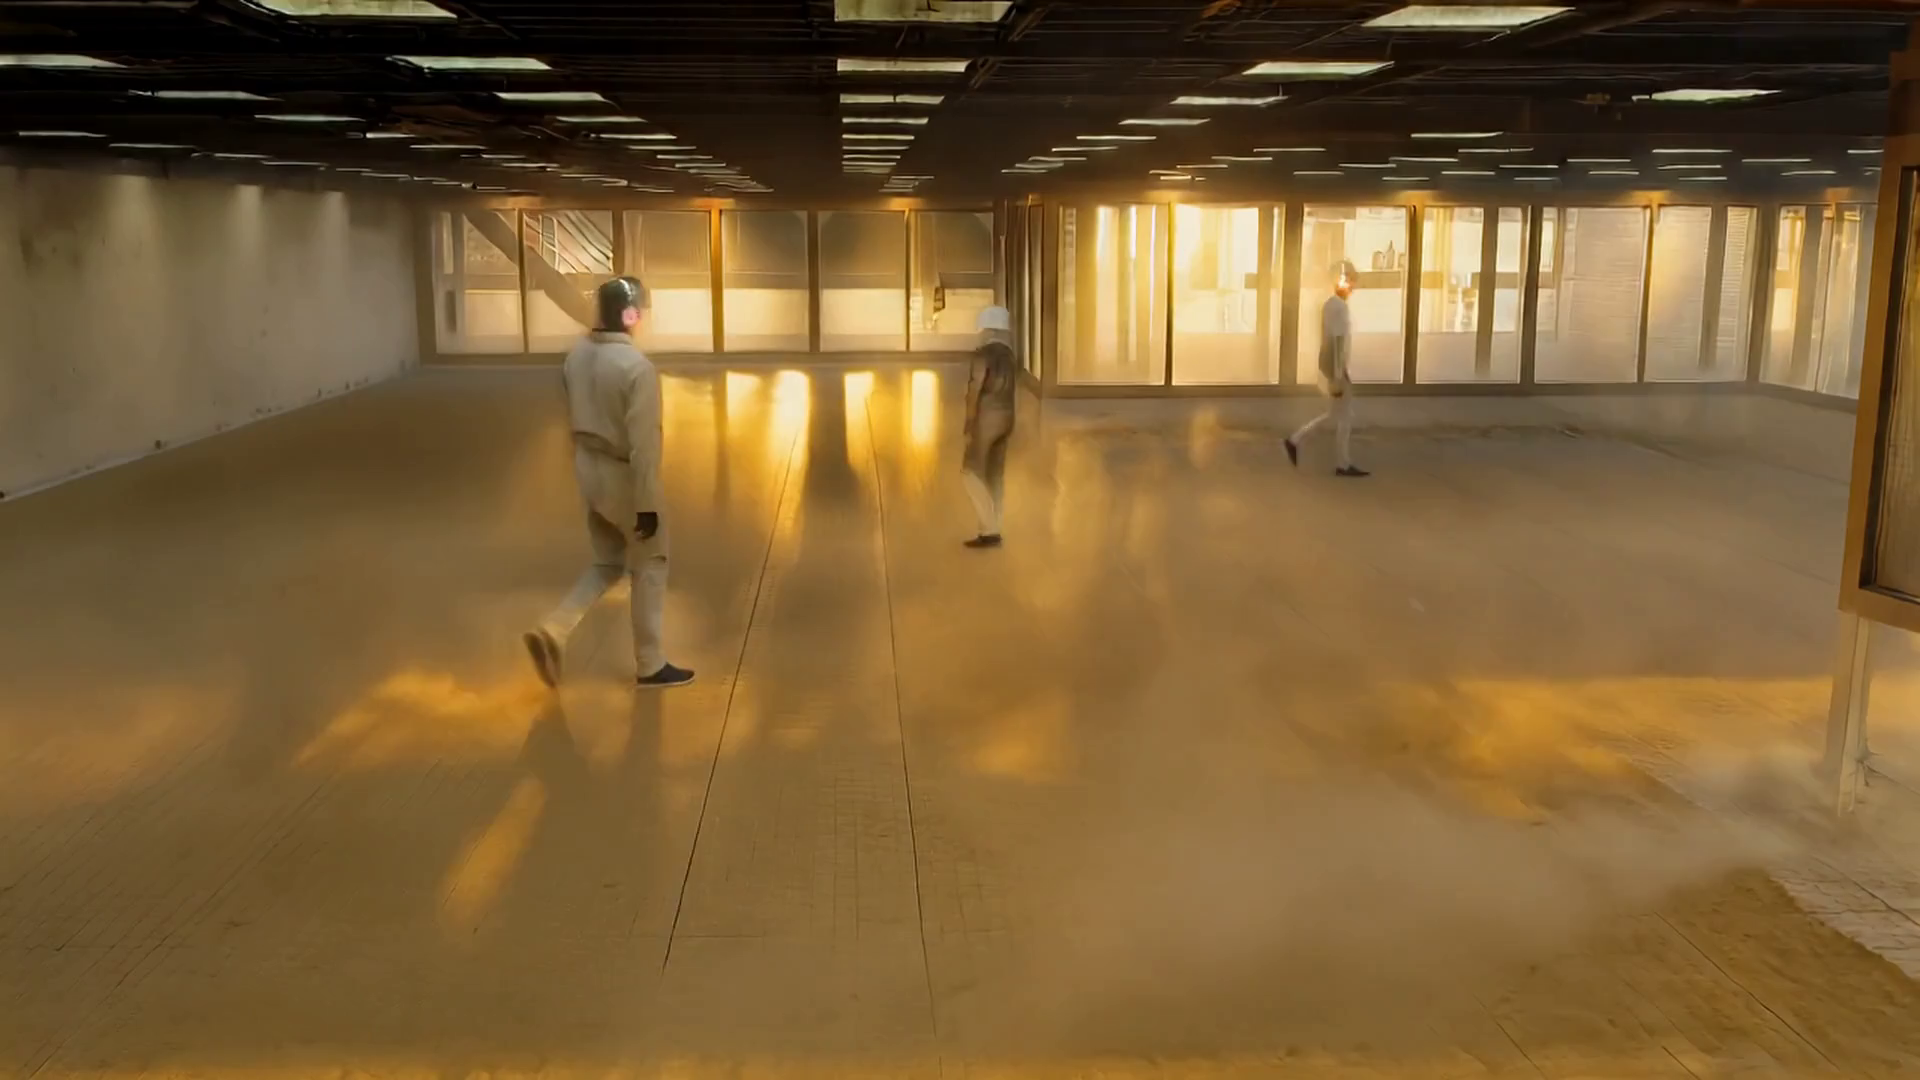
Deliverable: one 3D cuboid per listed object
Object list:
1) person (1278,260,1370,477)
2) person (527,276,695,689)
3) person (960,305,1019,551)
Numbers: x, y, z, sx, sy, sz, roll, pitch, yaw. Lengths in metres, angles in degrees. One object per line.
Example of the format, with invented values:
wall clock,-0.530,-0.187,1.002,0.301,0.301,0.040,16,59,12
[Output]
person,3.130,-1.441,14.126,0.694,1.853,0.517,1,11,3
person,-1.578,-0.230,7.462,0.648,1.891,0.679,10,14,43
person,0.199,-0.719,10.869,0.315,1.609,0.535,8,13,35
